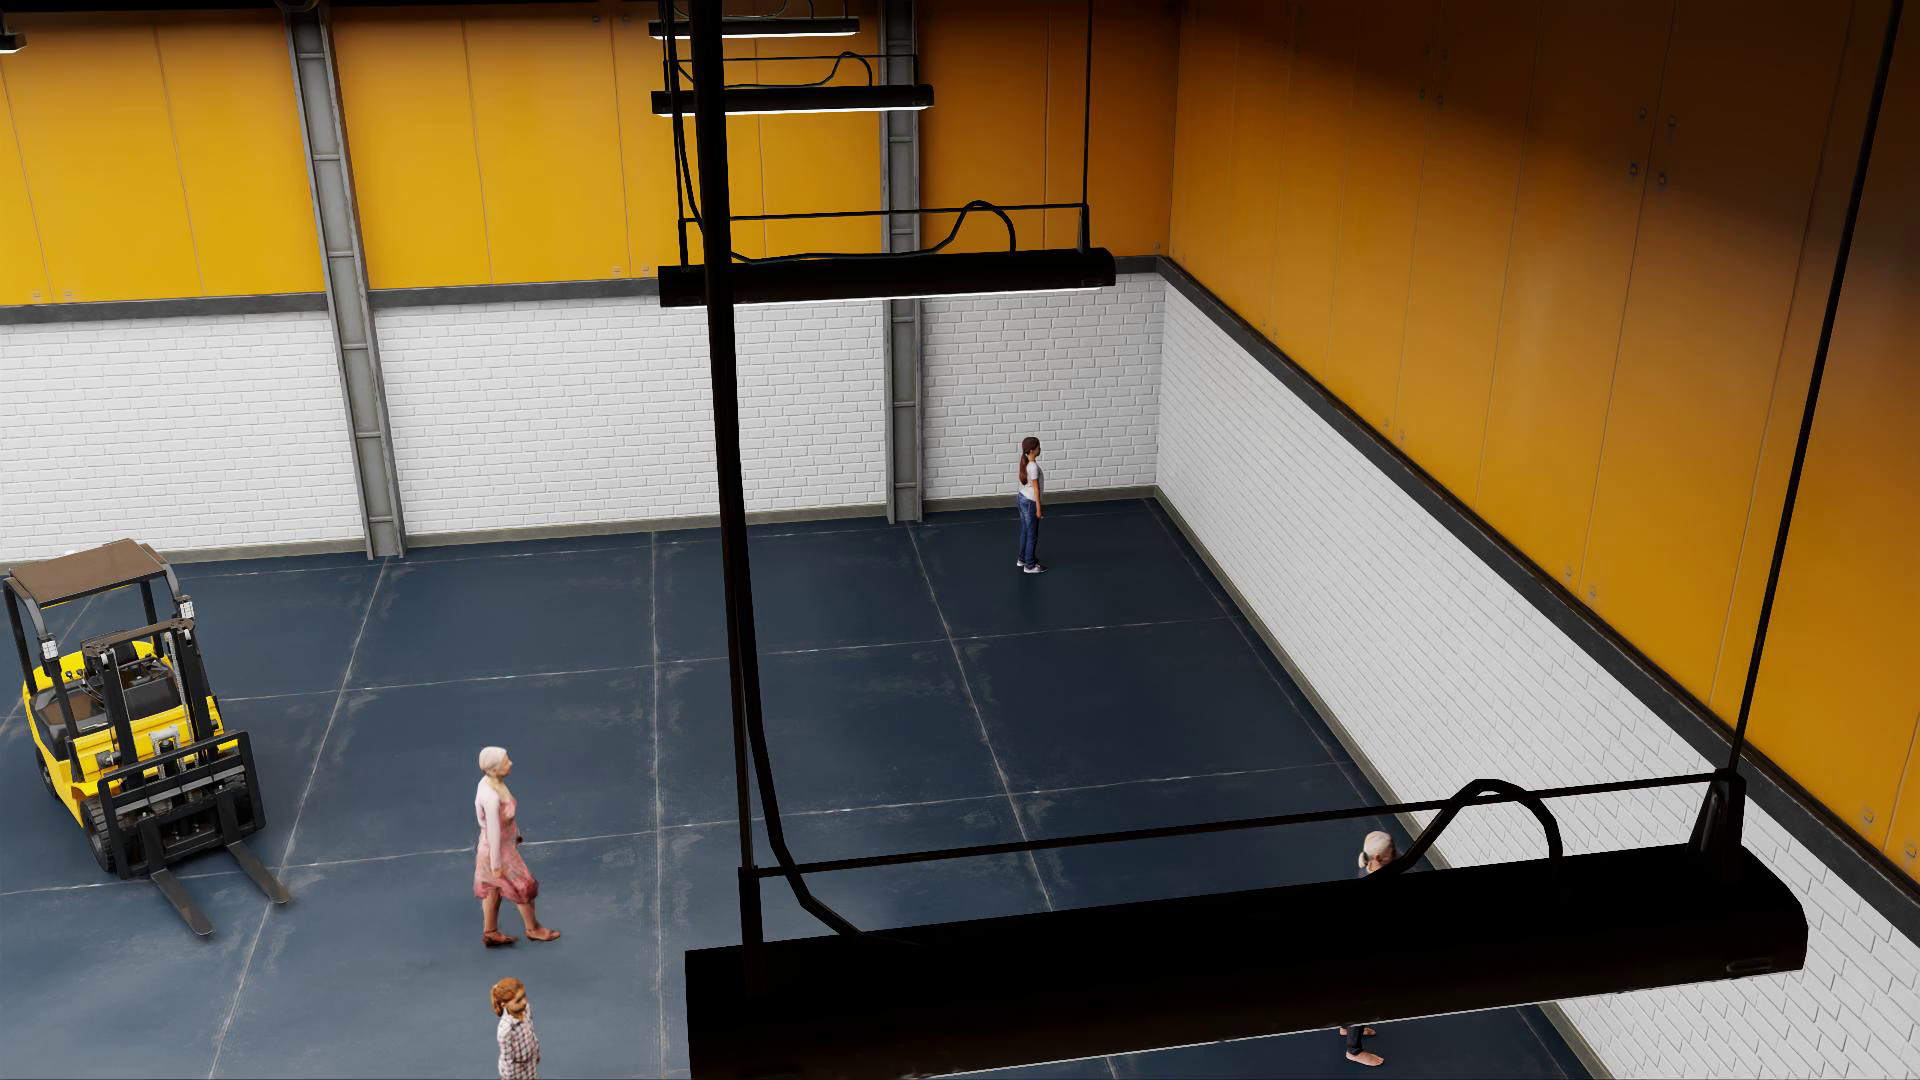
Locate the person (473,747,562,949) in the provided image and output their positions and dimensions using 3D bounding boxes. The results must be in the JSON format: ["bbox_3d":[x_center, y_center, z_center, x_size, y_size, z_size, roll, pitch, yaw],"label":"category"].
[{"bbox_3d":[-3.451,2.283,12.157,0.842,1.671,0.685,-8,25,-17],"label":"person"}]

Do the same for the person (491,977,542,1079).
[{"bbox_3d":[-2.753,3.267,10.356,0.629,1.311,0.605,7,25,15],"label":"person"}]

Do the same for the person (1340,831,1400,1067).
[{"bbox_3d":[2.738,2.694,11.148,0.605,1.725,0.657,2,24,4],"label":"person"}]

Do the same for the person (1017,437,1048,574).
[{"bbox_3d":[0.781,-0.415,18.463,0.561,1.563,0.565,-8,25,-17],"label":"person"}]
